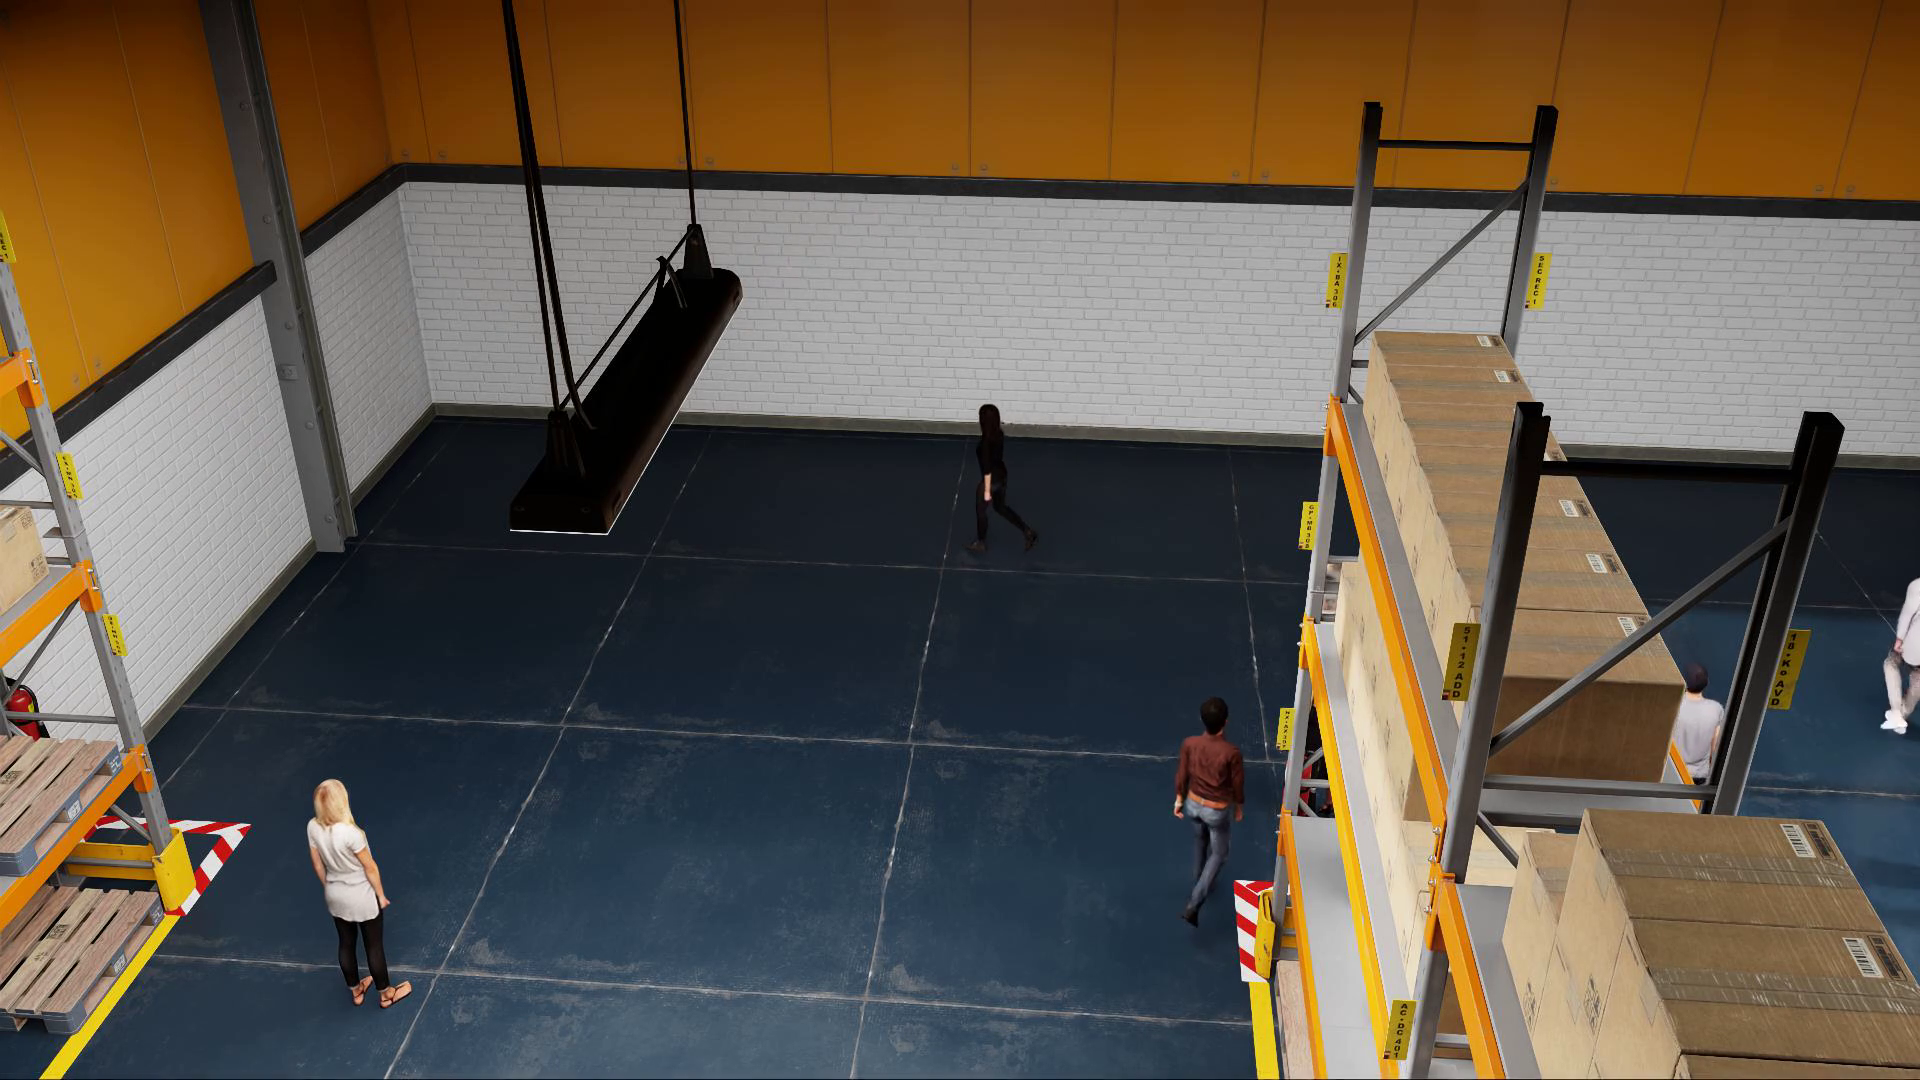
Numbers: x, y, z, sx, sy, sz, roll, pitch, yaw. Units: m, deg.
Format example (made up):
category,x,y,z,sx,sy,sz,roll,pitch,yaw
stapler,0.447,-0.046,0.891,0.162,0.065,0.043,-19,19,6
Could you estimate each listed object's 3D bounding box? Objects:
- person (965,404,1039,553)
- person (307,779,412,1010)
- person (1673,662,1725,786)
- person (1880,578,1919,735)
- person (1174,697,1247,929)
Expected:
category,x,y,z,sx,sy,sz,roll,pitch,yaw
person,0.412,-0.557,16.481,0.892,1.617,1.017,14,32,24
person,-4.007,2.339,10.952,0.620,1.827,0.566,6,29,12
person,5.304,1.726,12.171,0.644,1.736,0.664,3,29,5
person,7.963,0.845,13.690,0.671,1.828,0.715,3,29,5
person,1.744,1.943,11.745,0.918,1.763,1.090,19,34,30
